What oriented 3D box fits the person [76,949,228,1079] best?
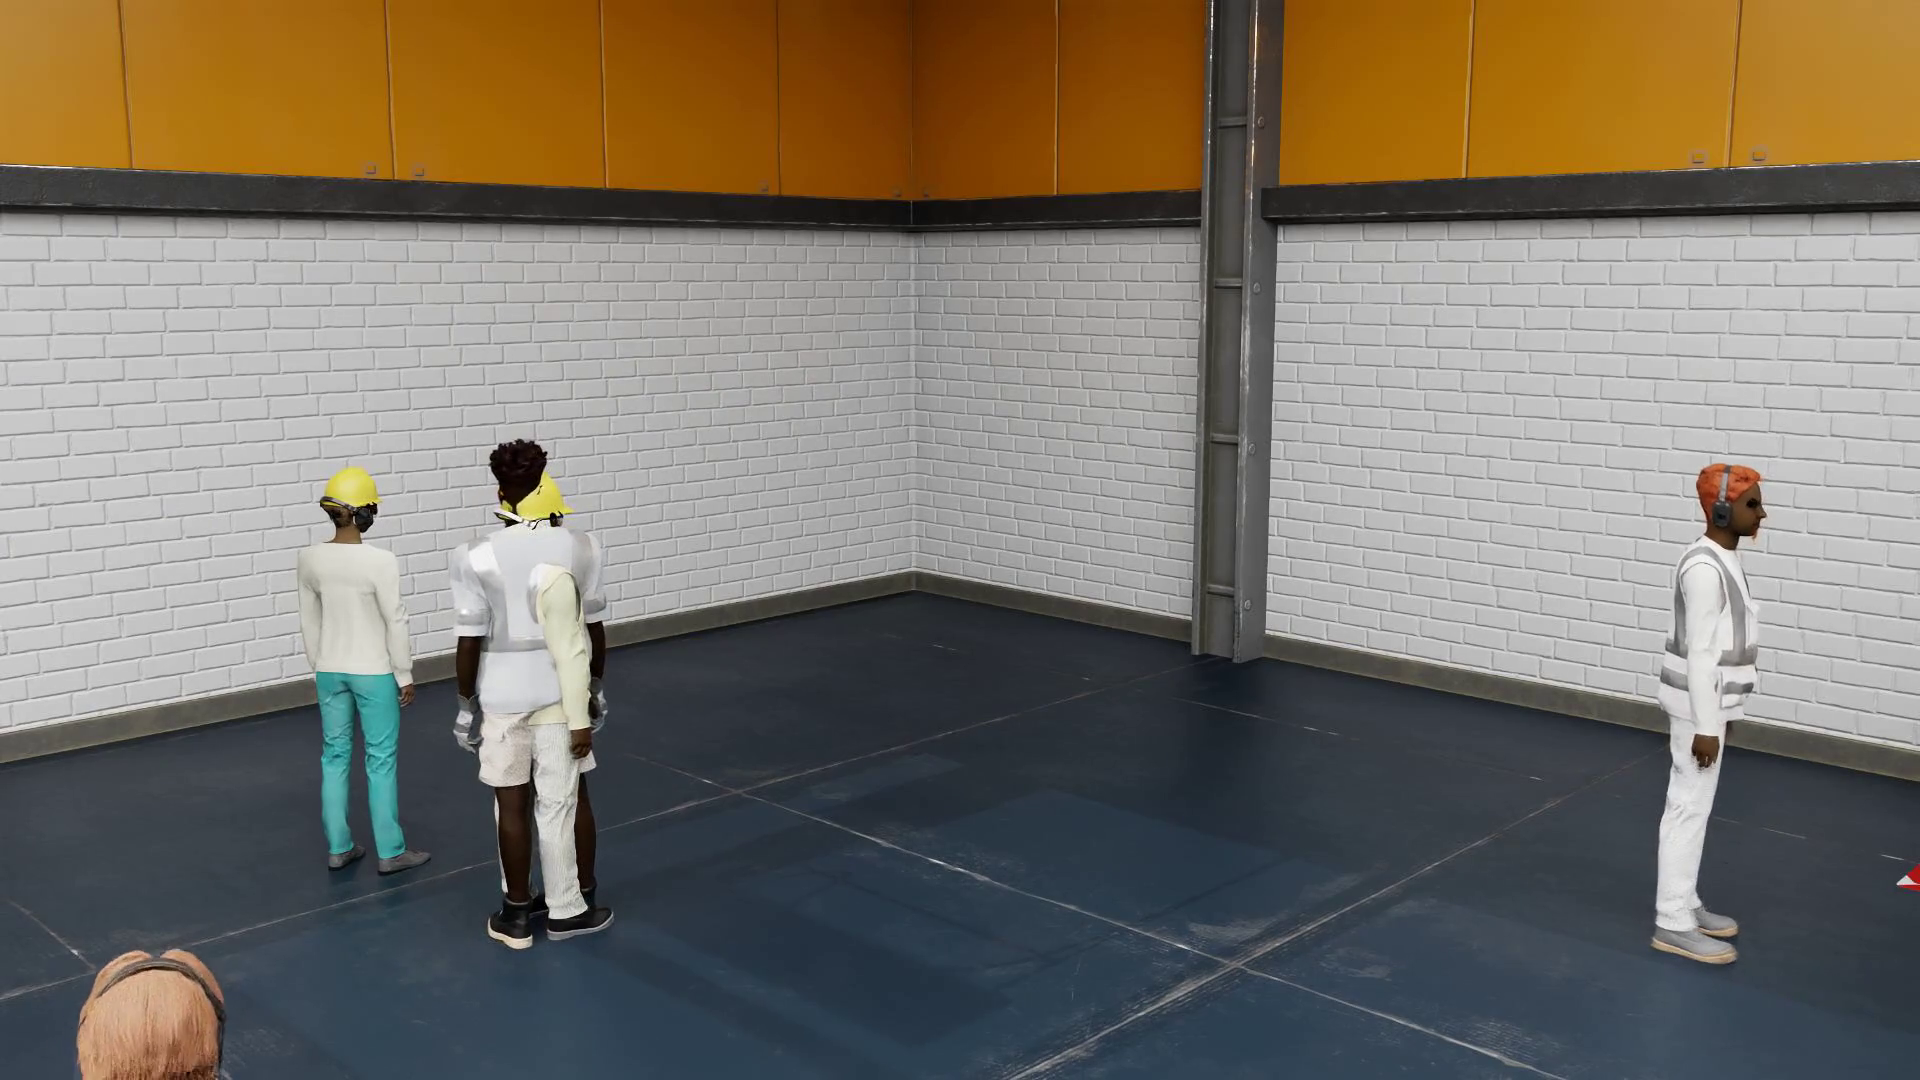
[{"bbox_3d":[-1.217,1.414,2.549,0.508,1.587,0.909,-6,11,-31],"label":"person"}]

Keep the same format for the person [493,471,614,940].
[{"bbox_3d":[-1.639,0.642,6.511,0.586,1.833,0.403,7,12,36],"label":"person"}]

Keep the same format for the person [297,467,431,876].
[{"bbox_3d":[-2.583,0.569,7.168,0.522,1.769,0.311,3,10,17],"label":"person"}]

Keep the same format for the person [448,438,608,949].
[{"bbox_3d":[-1.656,0.588,6.434,0.610,1.963,0.365,-6,11,-31],"label":"person"}]

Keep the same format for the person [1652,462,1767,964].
[{"bbox_3d":[2.848,0.644,6.344,0.341,1.882,0.579,5,10,26],"label":"person"}]
